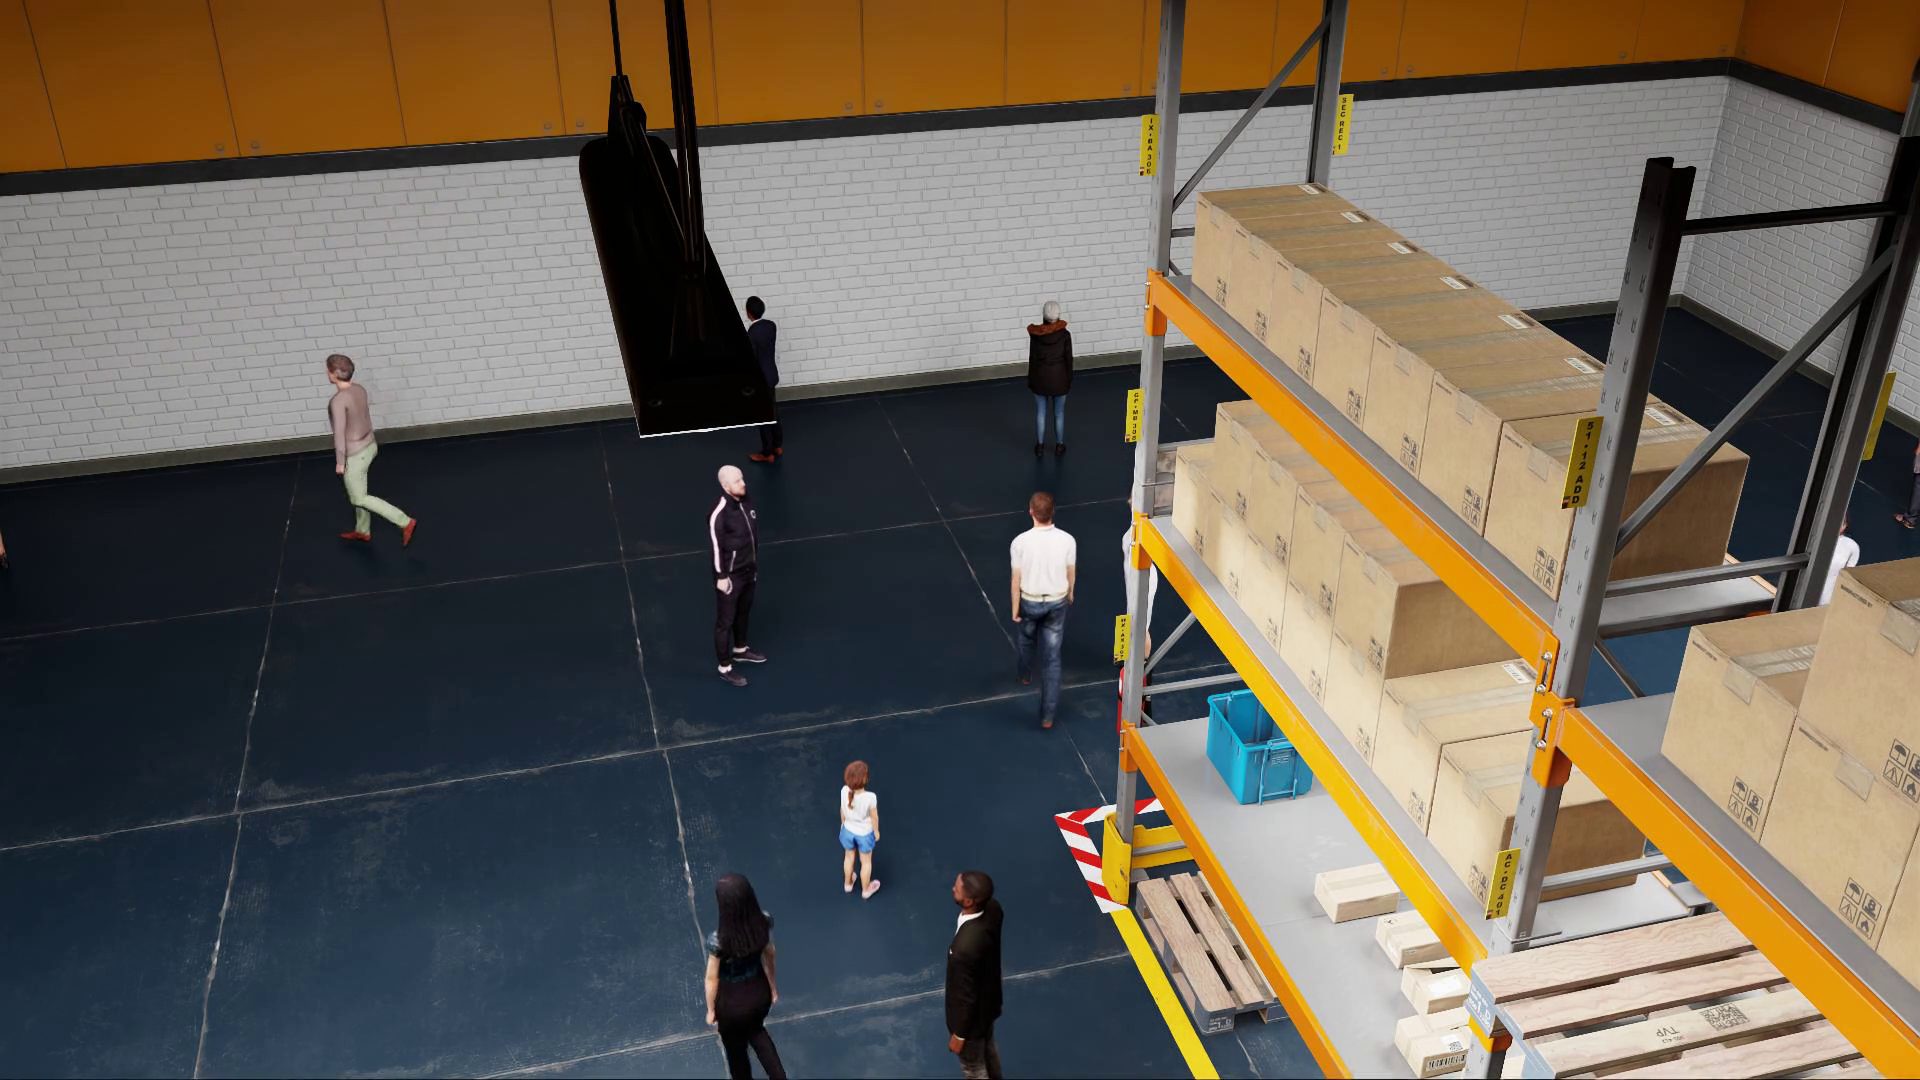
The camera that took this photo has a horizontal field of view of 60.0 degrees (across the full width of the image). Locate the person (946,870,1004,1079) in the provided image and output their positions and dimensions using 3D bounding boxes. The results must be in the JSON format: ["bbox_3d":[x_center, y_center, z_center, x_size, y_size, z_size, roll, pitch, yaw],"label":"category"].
[{"bbox_3d":[0.082,2.499,8.957,0.800,1.800,0.693,9,30,16],"label":"person"}]

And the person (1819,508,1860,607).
[{"bbox_3d":[6.539,0.470,12.786,0.883,1.695,1.131,5,29,9],"label":"person"}]

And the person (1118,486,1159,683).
[{"bbox_3d":[1.411,0.329,12.985,0.671,1.751,0.524,0,29,0],"label":"person"}]

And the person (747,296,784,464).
[{"bbox_3d":[-1.961,-1.600,16.549,0.759,1.726,0.678,12,31,21],"label":"person"}]

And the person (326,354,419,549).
[{"bbox_3d":[-5.304,-0.747,14.854,0.975,1.851,1.112,3,29,5],"label":"person"}]

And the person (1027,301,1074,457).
[{"bbox_3d":[0.908,-1.618,16.675,0.710,1.637,0.716,2,29,3],"label":"person"}]

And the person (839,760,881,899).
[{"bbox_3d":[-0.669,1.888,10.895,0.483,1.017,0.537,13,31,23],"label":"person"}]

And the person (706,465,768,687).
[{"bbox_3d":[-1.781,0.234,13.072,0.821,1.836,0.729,11,30,19],"label":"person"}]

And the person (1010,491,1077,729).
[{"bbox_3d":[0.625,0.564,12.487,0.852,1.817,1.200,0,29,-1],"label":"person"}]

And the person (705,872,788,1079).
[{"bbox_3d":[-1.115,2.540,8.961,0.733,1.725,0.820,-24,37,-37],"label":"person"}]
